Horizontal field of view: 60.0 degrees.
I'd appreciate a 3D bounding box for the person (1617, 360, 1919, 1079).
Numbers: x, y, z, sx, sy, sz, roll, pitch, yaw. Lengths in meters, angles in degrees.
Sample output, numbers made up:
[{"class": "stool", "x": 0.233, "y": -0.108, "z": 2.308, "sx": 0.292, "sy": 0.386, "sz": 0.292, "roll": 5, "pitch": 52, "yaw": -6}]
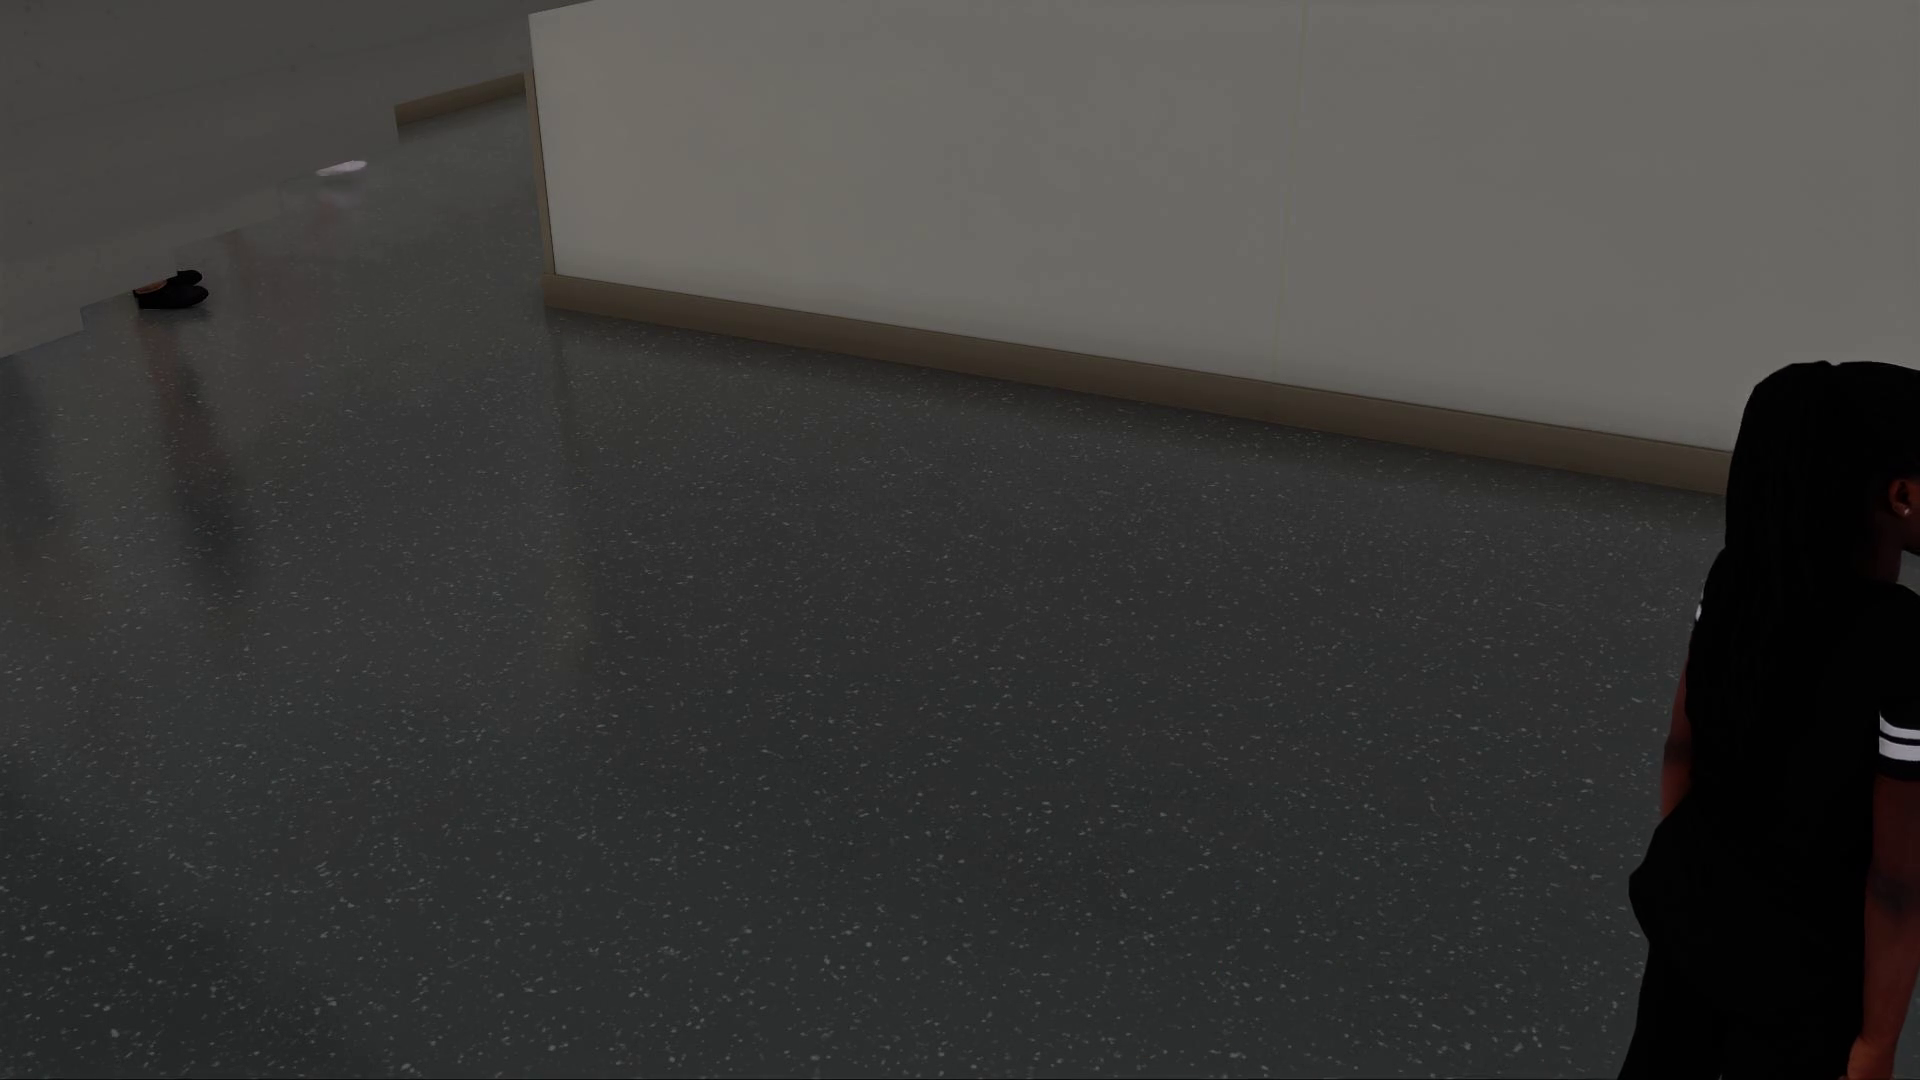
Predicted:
[{"class": "person", "x": 1.152, "y": 0.575, "z": 2.397, "sx": 0.757, "sy": 1.732, "sz": 0.710, "roll": -7, "pitch": 27, "yaw": -14}]
